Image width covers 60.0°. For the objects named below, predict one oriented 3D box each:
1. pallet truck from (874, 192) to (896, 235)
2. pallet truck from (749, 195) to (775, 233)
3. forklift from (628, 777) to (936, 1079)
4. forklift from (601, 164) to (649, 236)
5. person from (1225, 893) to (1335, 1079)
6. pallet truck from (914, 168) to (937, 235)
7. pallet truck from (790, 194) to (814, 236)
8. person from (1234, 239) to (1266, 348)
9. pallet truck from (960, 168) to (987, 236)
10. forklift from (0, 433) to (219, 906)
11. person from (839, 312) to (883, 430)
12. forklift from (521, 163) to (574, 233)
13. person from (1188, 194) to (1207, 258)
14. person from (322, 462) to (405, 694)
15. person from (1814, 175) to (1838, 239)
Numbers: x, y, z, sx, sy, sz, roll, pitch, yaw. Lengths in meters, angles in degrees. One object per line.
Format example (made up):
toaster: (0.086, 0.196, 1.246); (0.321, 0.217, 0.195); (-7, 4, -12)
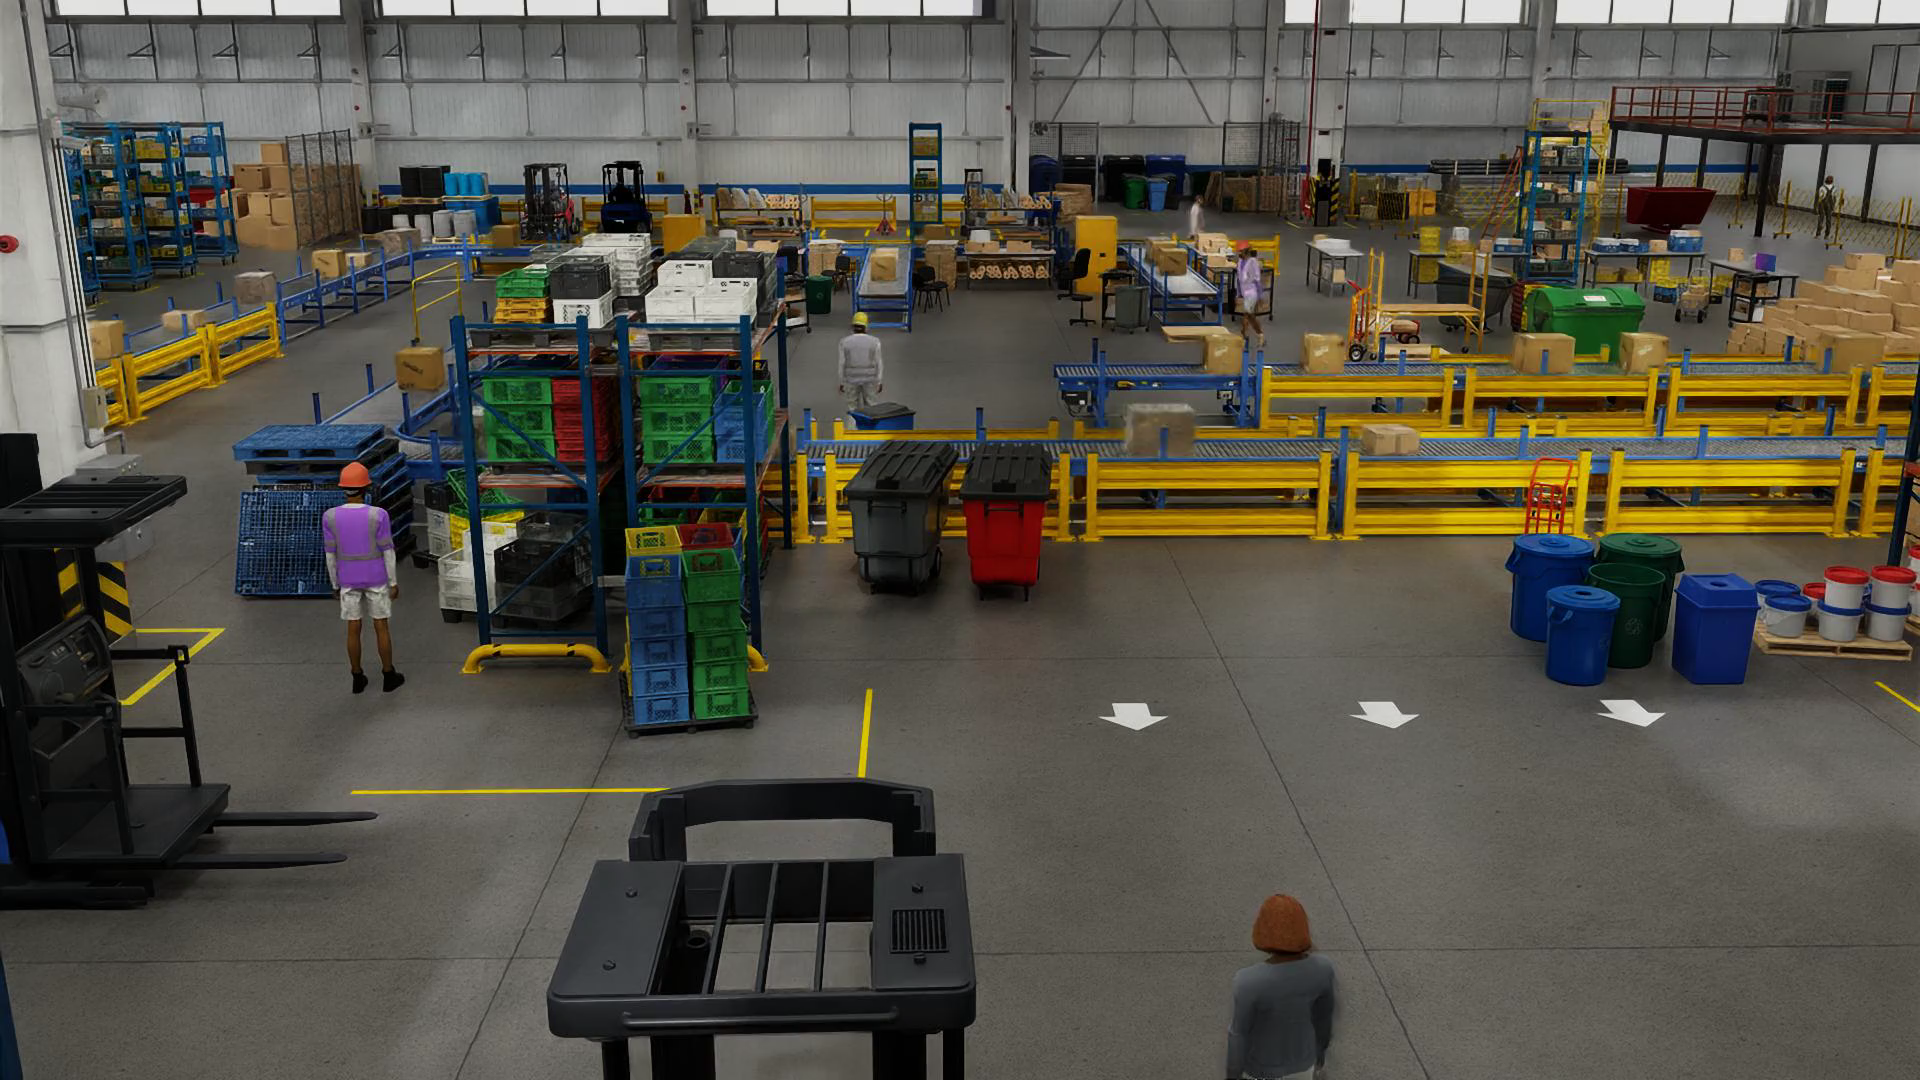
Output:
pallet truck: (-2.277, -9.986, 50.594); (0.653, 1.274, 1.630); (0, 16, -1)
pallet truck: (-6.051, -9.967, 50.660); (0.680, 1.201, 1.601); (0, 16, -1)
forklift: (-0.542, 2.165, 5.552); (1.129, 2.768, 1.873); (-1, 16, -2)
forklift: (-9.948, -10.127, 49.296); (1.157, 1.987, 2.680); (-1, 16, -3)
person: (1.395, 2.306, 7.299); (0.517, 1.626, 0.451); (-5, 17, -17)
pallet truck: (-0.989, -10.316, 50.507); (0.823, 1.965, 1.885); (1, 16, 3)
pallet truck: (-4.814, -9.883, 50.259); (0.704, 1.261, 1.522); (-1, 16, -3)
person: (5.272, -4.454, 30.173); (0.897, 1.986, 0.695); (-7, 17, -23)
pallet truck: (0.383, -10.230, 50.206); (0.823, 1.965, 1.885); (-1, 16, -3)
forklift: (-5.952, 0.780, 10.366); (1.873, 2.768, 1.129); (0, 16, -1)
person: (-1.336, -2.167, 22.481); (0.600, 1.827, 0.403); (0, 16, -1)
forklift: (-12.233, -10.122, 49.298); (1.157, 1.987, 2.680); (0, 16, -1)
person: (6.024, -7.748, 41.825); (0.980, 1.851, 0.674); (2, 16, 7)
person: (-4.895, 0.314, 13.665); (0.552, 1.937, 0.356); (-2, 16, -6)
person: (25.480, -9.789, 48.944); (0.508, 1.847, 0.345); (2, 16, 8)
